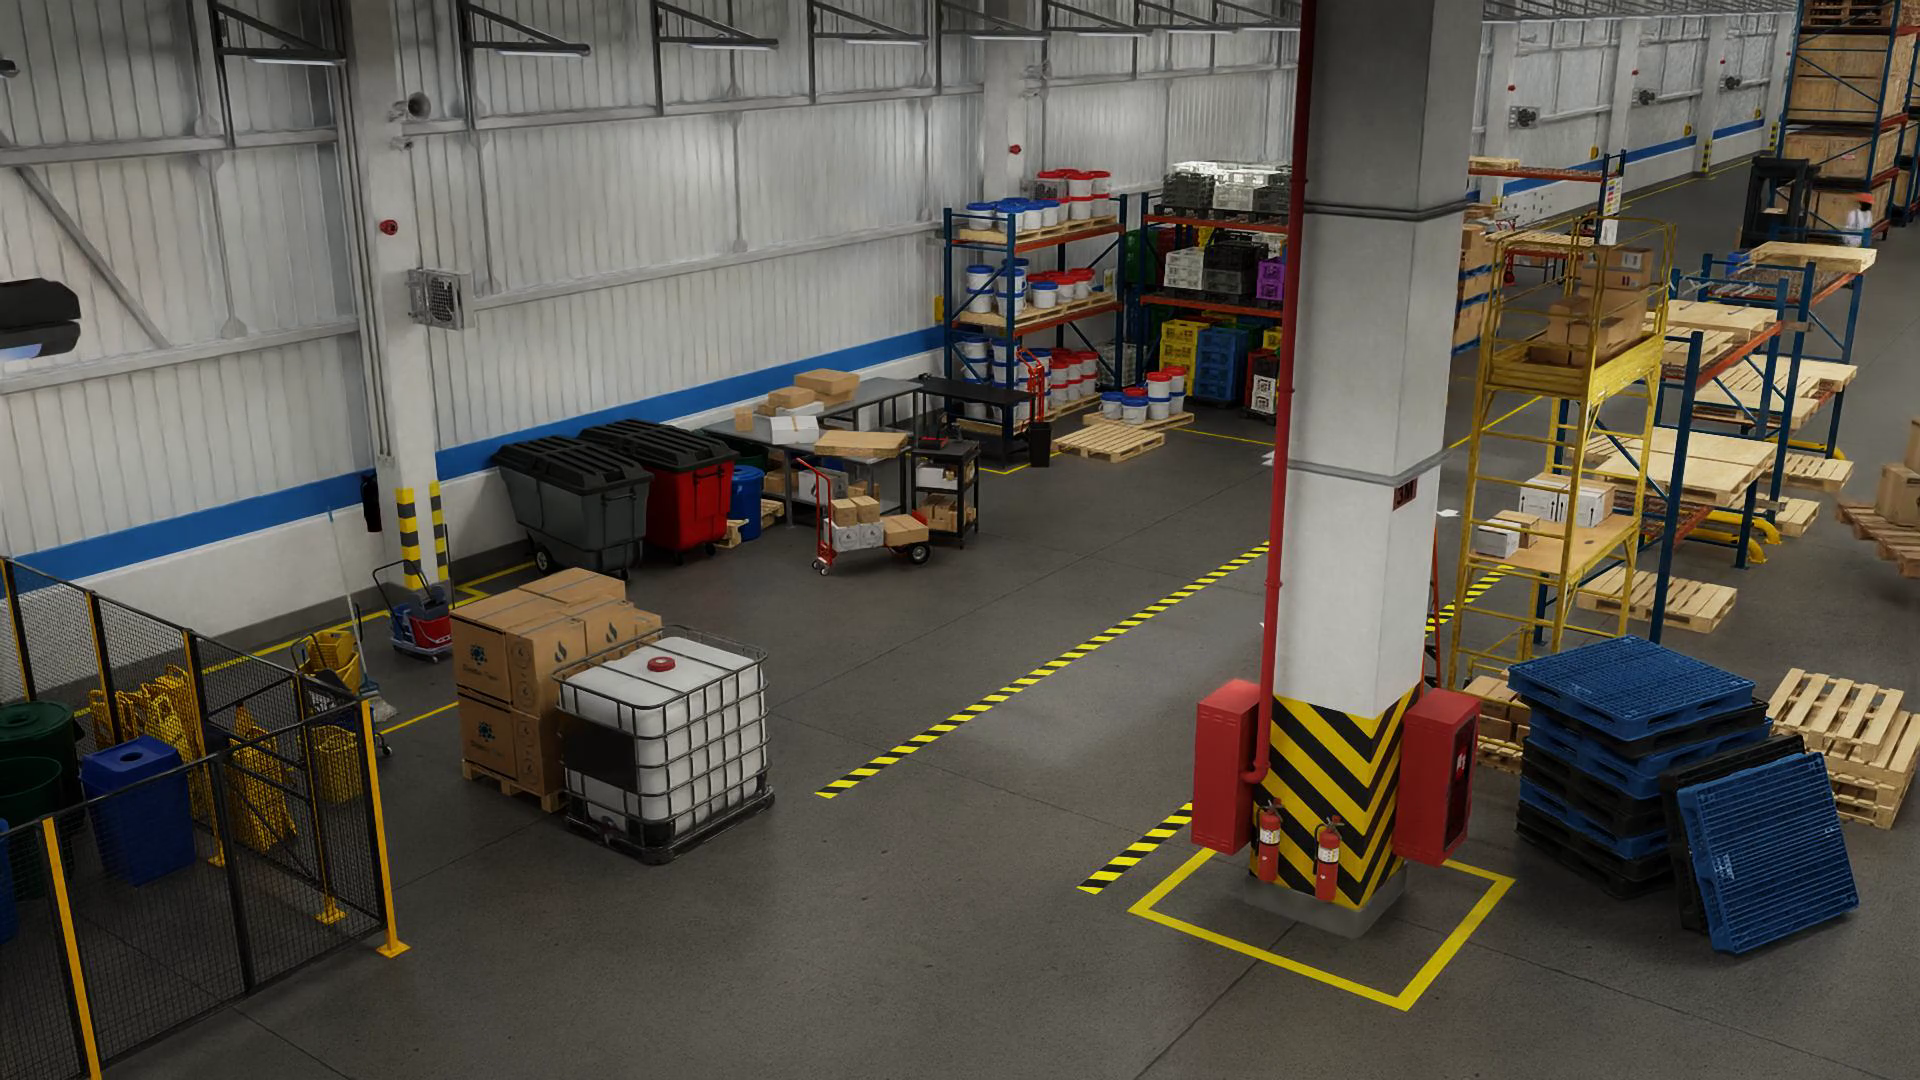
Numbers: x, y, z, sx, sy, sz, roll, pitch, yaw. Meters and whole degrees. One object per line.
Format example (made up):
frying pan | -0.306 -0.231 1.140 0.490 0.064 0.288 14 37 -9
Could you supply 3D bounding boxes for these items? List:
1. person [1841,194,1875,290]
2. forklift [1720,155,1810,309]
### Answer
person | 18.160 -6.015 33.560 0.587 1.908 0.870 -6 19 -18
forklift | 15.325 -5.833 31.472 1.129 2.768 1.873 13 22 34
